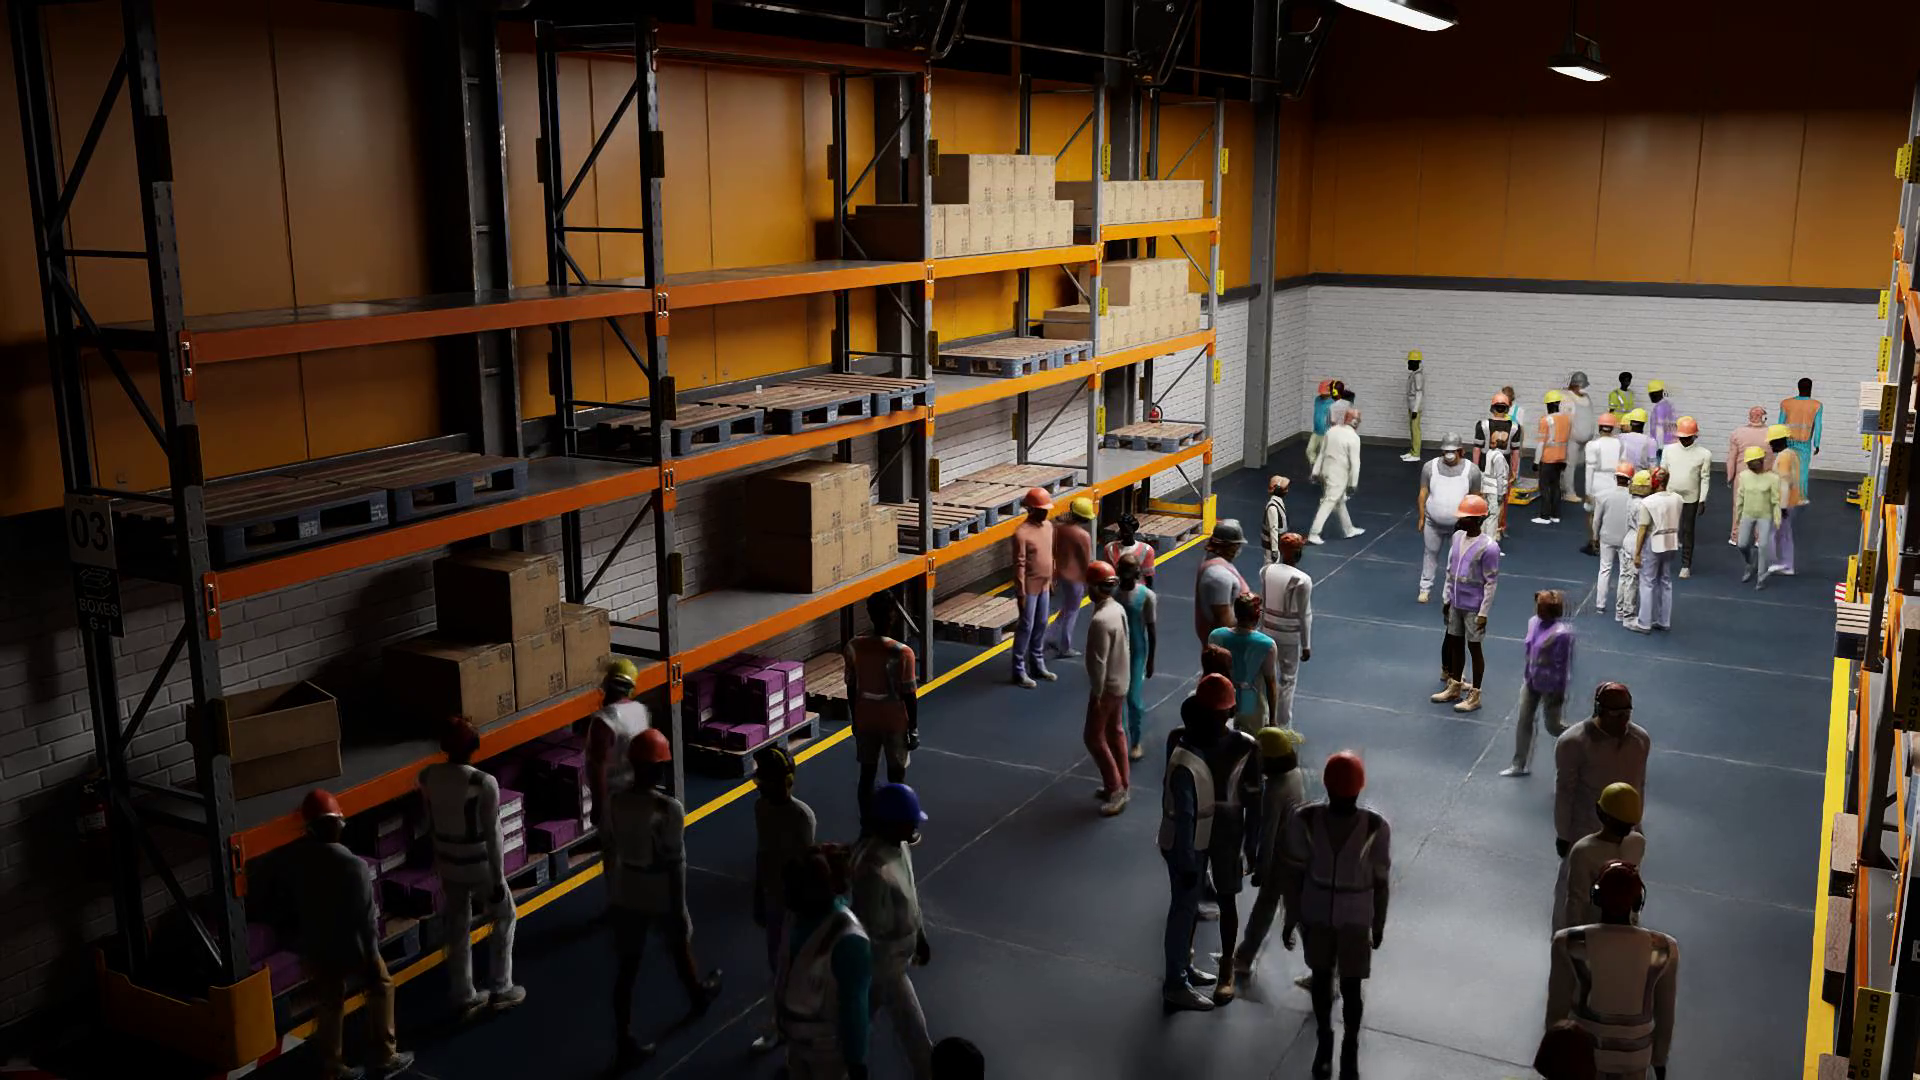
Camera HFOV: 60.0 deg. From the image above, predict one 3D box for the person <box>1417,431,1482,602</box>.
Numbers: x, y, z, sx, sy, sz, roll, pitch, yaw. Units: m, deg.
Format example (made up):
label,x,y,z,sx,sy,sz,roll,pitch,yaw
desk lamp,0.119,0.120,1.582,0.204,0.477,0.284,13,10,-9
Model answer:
label,x,y,z,sx,sy,sz,roll,pitch,yaw
person,5.643,-0.253,19.242,0.686,2.000,0.535,4,13,19

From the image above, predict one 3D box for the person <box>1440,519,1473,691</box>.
label,x,y,z,sx,sy,sz,roll,pitch,yaw
person,4.864,0.606,16.173,0.318,1.697,0.533,1,13,4

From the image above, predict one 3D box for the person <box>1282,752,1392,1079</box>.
label,x,y,z,sx,sy,sz,roll,pitch,yaw
person,2.042,2.079,9.095,0.548,1.919,0.575,5,14,22

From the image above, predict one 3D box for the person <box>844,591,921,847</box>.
label,x,y,z,sx,sy,sz,roll,pitch,yaw
person,-0.563,1.332,12.312,0.607,1.966,0.367,7,14,28

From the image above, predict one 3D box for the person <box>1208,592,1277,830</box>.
label,x,y,z,sx,sy,sz,roll,pitch,yaw
person,2.146,1.305,12.711,0.570,1.841,0.373,8,15,33

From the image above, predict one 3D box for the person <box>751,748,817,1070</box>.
label,x,y,z,sx,sy,sz,roll,pitch,yaw
person,-0.986,2.050,9.352,0.505,1.861,0.326,12,17,43

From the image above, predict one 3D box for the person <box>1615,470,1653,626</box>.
label,x,y,z,sx,sy,sz,roll,pitch,yaw
person,7.493,0.089,18.383,0.295,1.744,0.484,1,13,5

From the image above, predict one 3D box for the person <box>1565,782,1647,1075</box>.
label,x,y,z,sx,sy,sz,roll,pitch,yaw
person,3.526,2.153,9.092,0.530,1.765,0.326,-6,14,-24

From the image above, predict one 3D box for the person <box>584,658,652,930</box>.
label,x,y,z,sx,sy,sz,roll,pitch,yaw
person,-2.279,1.697,11.117,0.406,1.780,0.671,4,13,16

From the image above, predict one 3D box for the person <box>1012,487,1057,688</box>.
label,x,y,z,sx,sy,sz,roll,pitch,yaw
person,0.735,0.454,16.217,0.412,1.984,0.618,9,15,34

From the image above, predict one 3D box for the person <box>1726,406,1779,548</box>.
label,x,y,z,sx,sy,sz,roll,pitch,yaw
person,10.579,-0.845,22.207,0.640,1.904,0.401,6,14,24

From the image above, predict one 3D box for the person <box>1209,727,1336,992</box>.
label,x,y,z,sx,sy,sz,roll,pitch,yaw
person,1.943,1.941,10.185,0.833,1.689,0.504,5,13,20

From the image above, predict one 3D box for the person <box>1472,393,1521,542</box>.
label,x,y,z,sx,sy,sz,roll,pitch,yaw
person,7.246,-0.980,22.543,0.614,2.028,0.409,1,13,5

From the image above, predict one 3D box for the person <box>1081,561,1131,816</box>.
label,x,y,z,sx,sy,sz,roll,pitch,yaw
person,1.159,1.149,13.120,0.510,1.968,0.659,5,14,21

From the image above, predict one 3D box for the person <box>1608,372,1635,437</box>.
label,x,y,z,sx,sy,sz,roll,pitch,yaw
person,10.981,-1.959,27.649,0.537,1.698,0.320,-6,14,-25

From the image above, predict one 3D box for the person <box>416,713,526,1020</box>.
label,x,y,z,sx,sy,sz,roll,pitch,yaw
person,-2.899,1.917,9.899,0.593,1.868,0.519,5,13,20

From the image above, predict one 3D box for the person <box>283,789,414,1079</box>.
label,x,y,z,sx,sy,sz,roll,pitch,yaw
person,-3.329,2.162,9.143,0.587,1.717,0.597,5,14,22

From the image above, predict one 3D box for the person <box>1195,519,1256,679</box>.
label,x,y,z,sx,sy,sz,roll,pitch,yaw
person,2.322,0.800,14.528,0.536,2.000,0.697,0,13,0

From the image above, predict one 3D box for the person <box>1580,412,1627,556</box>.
label,x,y,z,sx,sy,sz,roll,pitch,yaw
person,8.370,-0.674,21.472,0.578,1.901,0.796,-2,13,-7

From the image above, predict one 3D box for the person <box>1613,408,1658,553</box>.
label,x,y,z,sx,sy,sz,roll,pitch,yaw
person,8.810,-0.767,21.805,0.593,1.922,0.384,8,15,33

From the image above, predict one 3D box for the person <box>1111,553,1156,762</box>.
label,x,y,z,sx,sy,sz,roll,pitch,yaw
person,1.373,0.996,14.134,0.559,1.833,0.390,6,14,26

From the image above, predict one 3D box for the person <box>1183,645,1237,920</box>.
label,x,y,z,sx,sy,sz,roll,pitch,yaw
person,1.680,1.614,11.266,0.376,1.879,0.616,10,16,38

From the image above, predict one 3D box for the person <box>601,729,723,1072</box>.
label,x,y,z,sx,sy,sz,roll,pitch,yaw
person,-1.743,1.999,9.532,0.563,1.870,1.024,5,13,21

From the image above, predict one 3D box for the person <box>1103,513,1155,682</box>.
label,x,y,z,sx,sy,sz,roll,pitch,yaw
person,1.648,0.563,16.380,0.536,1.693,0.319,4,13,18

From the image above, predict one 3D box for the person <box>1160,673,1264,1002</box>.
label,x,y,z,sx,sy,sz,roll,pitch,yaw
person,1.510,1.791,10.078,0.615,2.046,0.368,5,14,22

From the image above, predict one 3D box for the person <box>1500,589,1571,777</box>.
label,x,y,z,sx,sy,sz,roll,pitch,yaw
person,4.895,1.183,13.774,0.709,1.618,0.521,-4,13,-16

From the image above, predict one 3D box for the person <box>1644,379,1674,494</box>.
label,x,y,z,sx,sy,sz,roll,pitch,yaw
person,10.478,-1.464,24.996,0.498,1.886,0.629,7,15,30

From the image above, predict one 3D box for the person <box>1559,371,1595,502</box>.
label,x,y,z,sx,sy,sz,roll,pitch,yaw
person,9.330,-1.601,25.278,0.694,2.000,0.648,-8,15,-31

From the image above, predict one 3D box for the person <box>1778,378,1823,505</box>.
label,x,y,z,sx,sy,sz,roll,pitch,yaw
person,12.614,-1.482,25.023,0.596,1.915,0.373,9,16,36

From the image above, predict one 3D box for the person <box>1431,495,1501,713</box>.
label,x,y,z,sx,sy,sz,roll,pitch,yaw
person,4.718,0.584,15.490,0.370,2.044,0.608,-5,14,-23

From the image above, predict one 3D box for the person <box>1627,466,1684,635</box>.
label,x,y,z,sx,sy,sz,roll,pitch,yaw
person,7.570,0.122,18.036,0.581,1.836,0.393,-5,14,-21

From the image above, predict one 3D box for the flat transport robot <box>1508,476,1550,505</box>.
label,x,y,z,sx,sy,sz,roll,pitch,yaw
flat transport robot,8.596,-0.781,25.601,0.652,0.197,1.431,8,15,33

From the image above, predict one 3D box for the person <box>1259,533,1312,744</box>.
label,x,y,z,sx,sy,sz,roll,pitch,yaw
person,2.846,0.858,14.652,0.360,1.877,0.575,-8,15,-32

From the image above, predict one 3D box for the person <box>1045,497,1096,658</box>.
label,x,y,z,sx,sy,sz,roll,pitch,yaw
person,1.174,0.392,17.074,0.352,1.728,0.547,-7,14,-29

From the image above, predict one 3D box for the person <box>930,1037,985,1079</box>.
label,x,y,z,sx,sy,sz,roll,pitch,yaw
person,0.141,2.750,6.135,0.790,1.895,0.538,-9,16,-36

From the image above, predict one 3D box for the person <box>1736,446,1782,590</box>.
label,x,y,z,sx,sy,sz,roll,pitch,yaw
person,9.620,-0.267,20.018,0.362,1.735,0.607,-12,17,-42

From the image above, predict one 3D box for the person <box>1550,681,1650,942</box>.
label,x,y,z,sx,sy,sz,roll,pitch,yaw
person,3.998,1.799,10.358,0.642,1.910,0.401,-3,13,-13

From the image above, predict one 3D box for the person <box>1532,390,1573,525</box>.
label,x,y,z,sx,sy,sz,roll,pitch,yaw
person,8.406,-1.170,23.654,0.600,1.902,0.448,-6,14,-25

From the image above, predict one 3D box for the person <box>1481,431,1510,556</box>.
label,x,y,z,sx,sy,sz,roll,pitch,yaw
person,7.003,-0.617,21.778,0.308,1.639,0.524,0,13,2

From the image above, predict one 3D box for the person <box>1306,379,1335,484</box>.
label,x,y,z,sx,sy,sz,roll,pitch,yaw
person,5.775,-1.723,26.547,0.429,1.716,0.584,-6,14,-26

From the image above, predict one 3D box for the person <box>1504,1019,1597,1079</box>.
label,x,y,z,sx,sy,sz,roll,pitch,yaw
person,2.424,2.733,6.811,0.501,1.628,0.269,9,15,35

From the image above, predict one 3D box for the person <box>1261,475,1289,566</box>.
label,x,y,z,sx,sy,sz,roll,pitch,yaw
person,3.521,0.088,18.625,0.308,1.639,0.510,3,13,13

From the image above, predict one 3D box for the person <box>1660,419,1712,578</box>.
label,x,y,z,sx,sy,sz,roll,pitch,yaw
person,8.922,-0.523,20.579,0.611,1.985,0.393,10,16,37

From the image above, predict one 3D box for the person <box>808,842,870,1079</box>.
label,x,y,z,sx,sy,sz,roll,pitch,yaw
person,-0.656,2.343,8.185,0.945,1.803,0.572,-1,13,-5

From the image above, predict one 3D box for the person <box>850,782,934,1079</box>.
label,x,y,z,sx,sy,sz,roll,pitch,yaw
person,-0.326,2.170,8.728,1.017,1.889,0.639,2,13,8

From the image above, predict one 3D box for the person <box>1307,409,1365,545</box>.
label,x,y,z,sx,sy,sz,roll,pitch,yaw
person,5.082,-0.852,22.430,1.032,1.831,0.682,-5,14,-21

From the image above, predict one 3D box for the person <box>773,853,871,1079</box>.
label,x,y,z,sx,sy,sz,roll,pitch,yaw
person,-0.622,2.372,7.989,0.549,1.823,0.647,-9,15,-35

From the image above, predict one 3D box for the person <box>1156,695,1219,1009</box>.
label,x,y,z,sx,sy,sz,roll,pitch,yaw
person,1.390,1.856,10.074,0.392,1.920,0.589,3,13,13

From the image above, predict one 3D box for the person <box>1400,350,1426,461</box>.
label,x,y,z,sx,sy,sz,roll,pitch,yaw
person,7.842,-2.318,28.741,0.382,1.928,0.587,2,13,11

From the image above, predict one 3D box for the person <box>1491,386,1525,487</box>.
label,x,y,z,sx,sy,sz,roll,pitch,yaw
person,8.229,-1.429,25.019,0.517,1.820,0.858,7,14,28

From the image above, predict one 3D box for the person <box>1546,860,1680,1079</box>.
label,x,y,z,sx,sy,sz,roll,pitch,yaw
person,3.012,2.392,7.754,0.572,1.883,0.355,2,13,10

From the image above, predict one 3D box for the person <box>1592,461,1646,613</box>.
label,x,y,z,sx,sy,sz,roll,pitch,yaw
person,7.473,-0.025,18.868,0.573,1.748,0.342,7,14,27

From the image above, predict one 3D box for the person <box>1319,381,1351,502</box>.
label,x,y,z,sx,sy,sz,roll,pitch,yaw
person,5.678,-1.482,25.146,0.329,1.865,0.509,11,17,40

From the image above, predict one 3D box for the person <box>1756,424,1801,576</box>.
label,x,y,z,sx,sy,sz,roll,pitch,yaw
person,10.168,-0.490,20.654,0.606,1.878,0.618,8,15,33
